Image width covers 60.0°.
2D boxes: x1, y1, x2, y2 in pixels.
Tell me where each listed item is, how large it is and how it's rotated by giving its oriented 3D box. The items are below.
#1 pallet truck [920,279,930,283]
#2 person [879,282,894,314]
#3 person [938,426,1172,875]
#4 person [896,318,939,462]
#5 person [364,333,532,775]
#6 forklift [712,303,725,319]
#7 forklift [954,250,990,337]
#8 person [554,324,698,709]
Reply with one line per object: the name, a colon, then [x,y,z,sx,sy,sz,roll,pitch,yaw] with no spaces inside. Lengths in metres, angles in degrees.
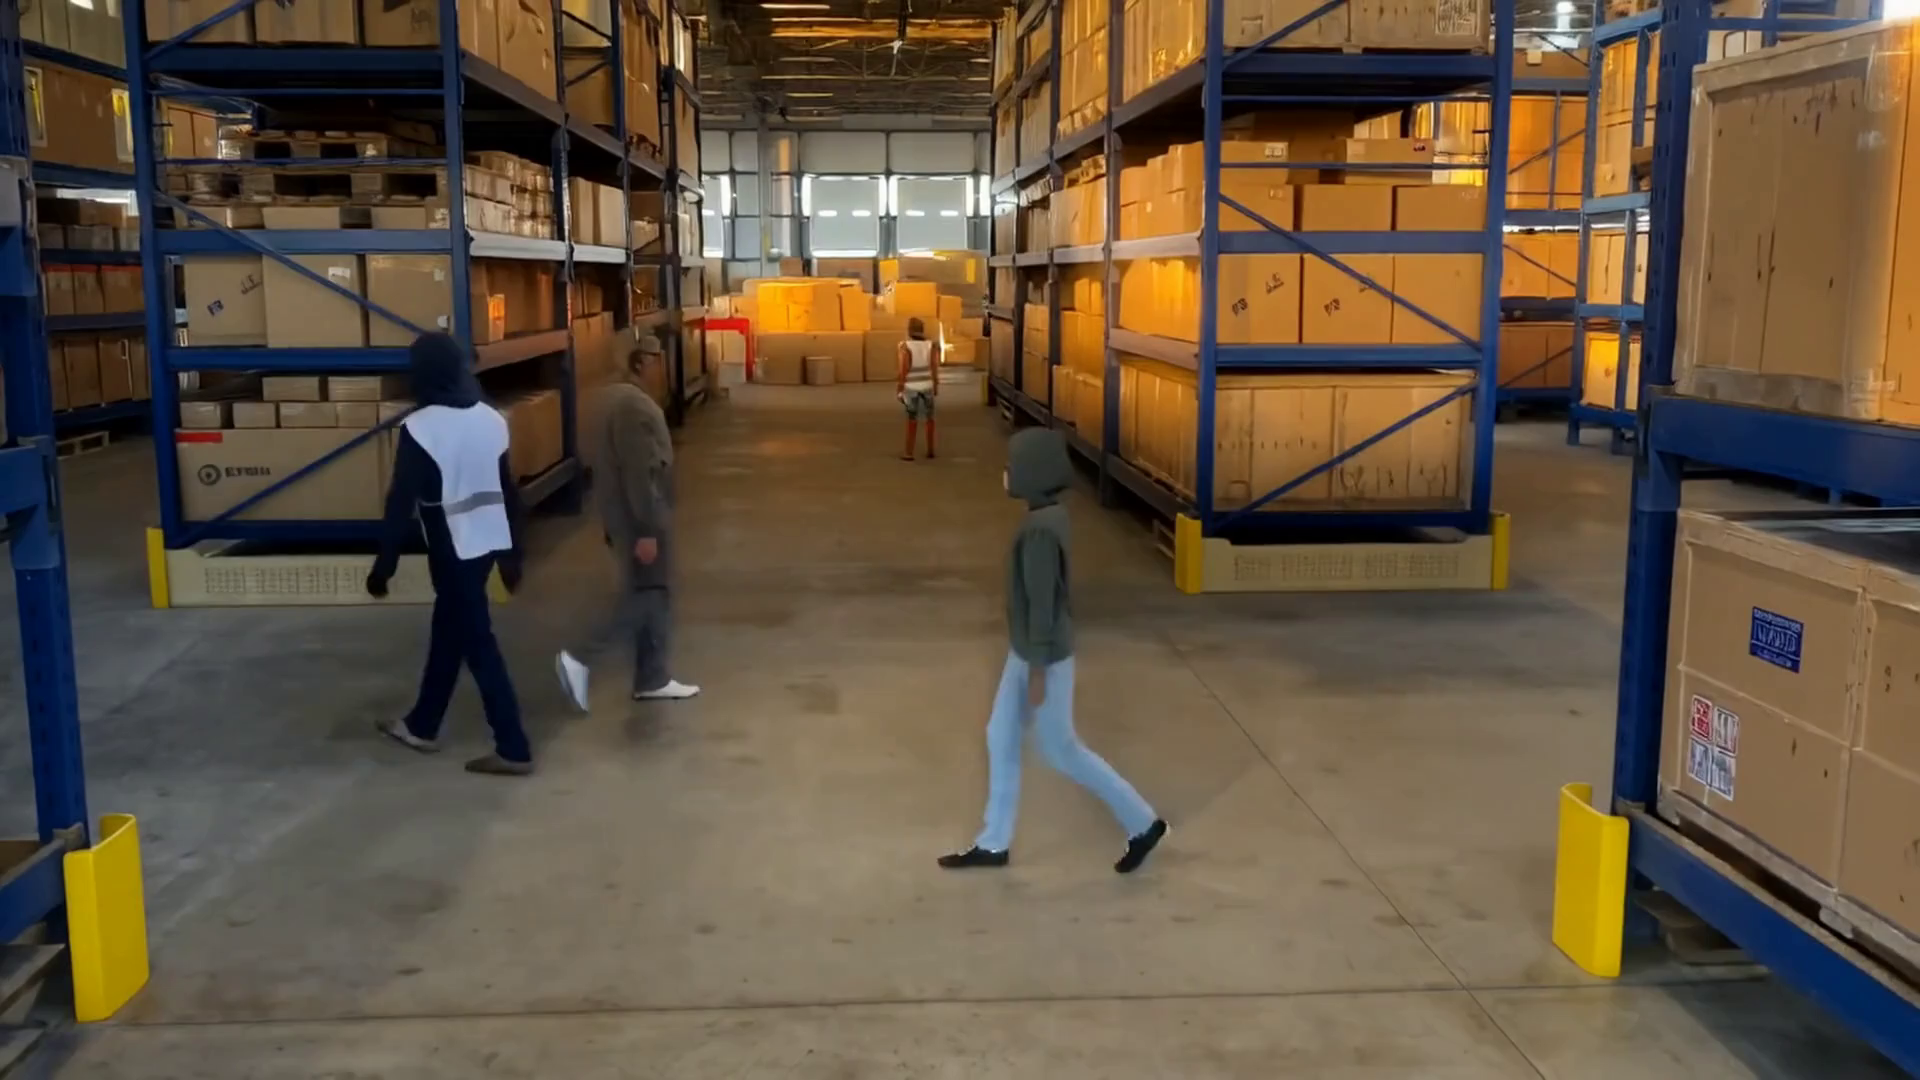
pallet truck: [-0.932,-8.922,63.114,1.885,1.965,0.823,2,9,13]
person: [-2.316,-7.565,54.918,0.651,1.885,0.999,-2,9,-14]
person: [0.342,0.401,5.808,0.765,1.608,0.505,0,9,-1]
person: [-0.482,-1.704,18.927,0.517,1.637,0.309,-4,10,-23]
person: [-2.241,0.065,7.099,0.969,1.869,0.598,3,10,18]
forklift: [-9.166,-8.488,57.628,1.873,2.768,1.129,-4,10,-21]
forklift: [0.279,-6.743,46.671,1.129,2.768,1.873,7,11,37]
person: [-1.630,-0.100,8.072,0.692,1.888,0.656,-5,10,-30]
